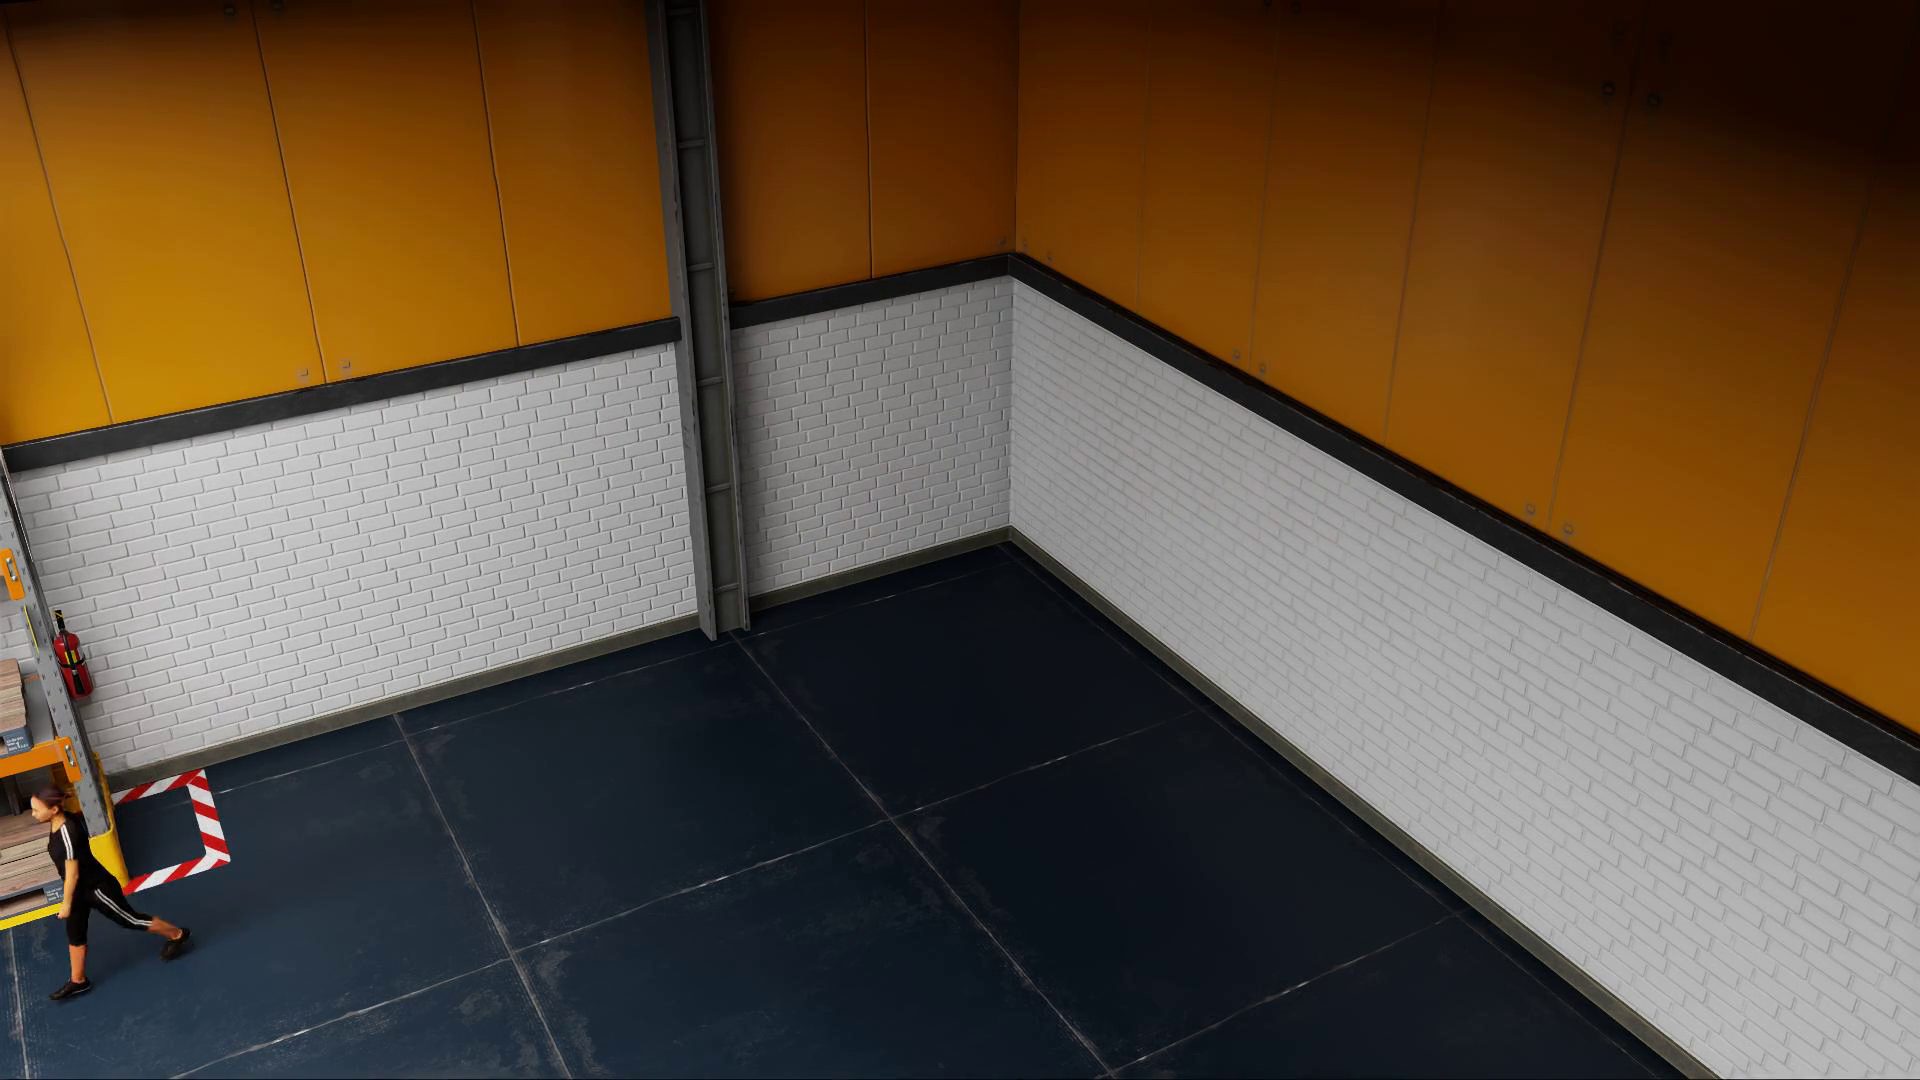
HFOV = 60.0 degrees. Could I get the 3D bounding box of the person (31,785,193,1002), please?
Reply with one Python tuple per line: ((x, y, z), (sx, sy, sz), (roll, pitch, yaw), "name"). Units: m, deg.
((-5.656, 2.267, 11.021), (1.206, 1.625, 0.770), (-24, 36, -36), "person")
